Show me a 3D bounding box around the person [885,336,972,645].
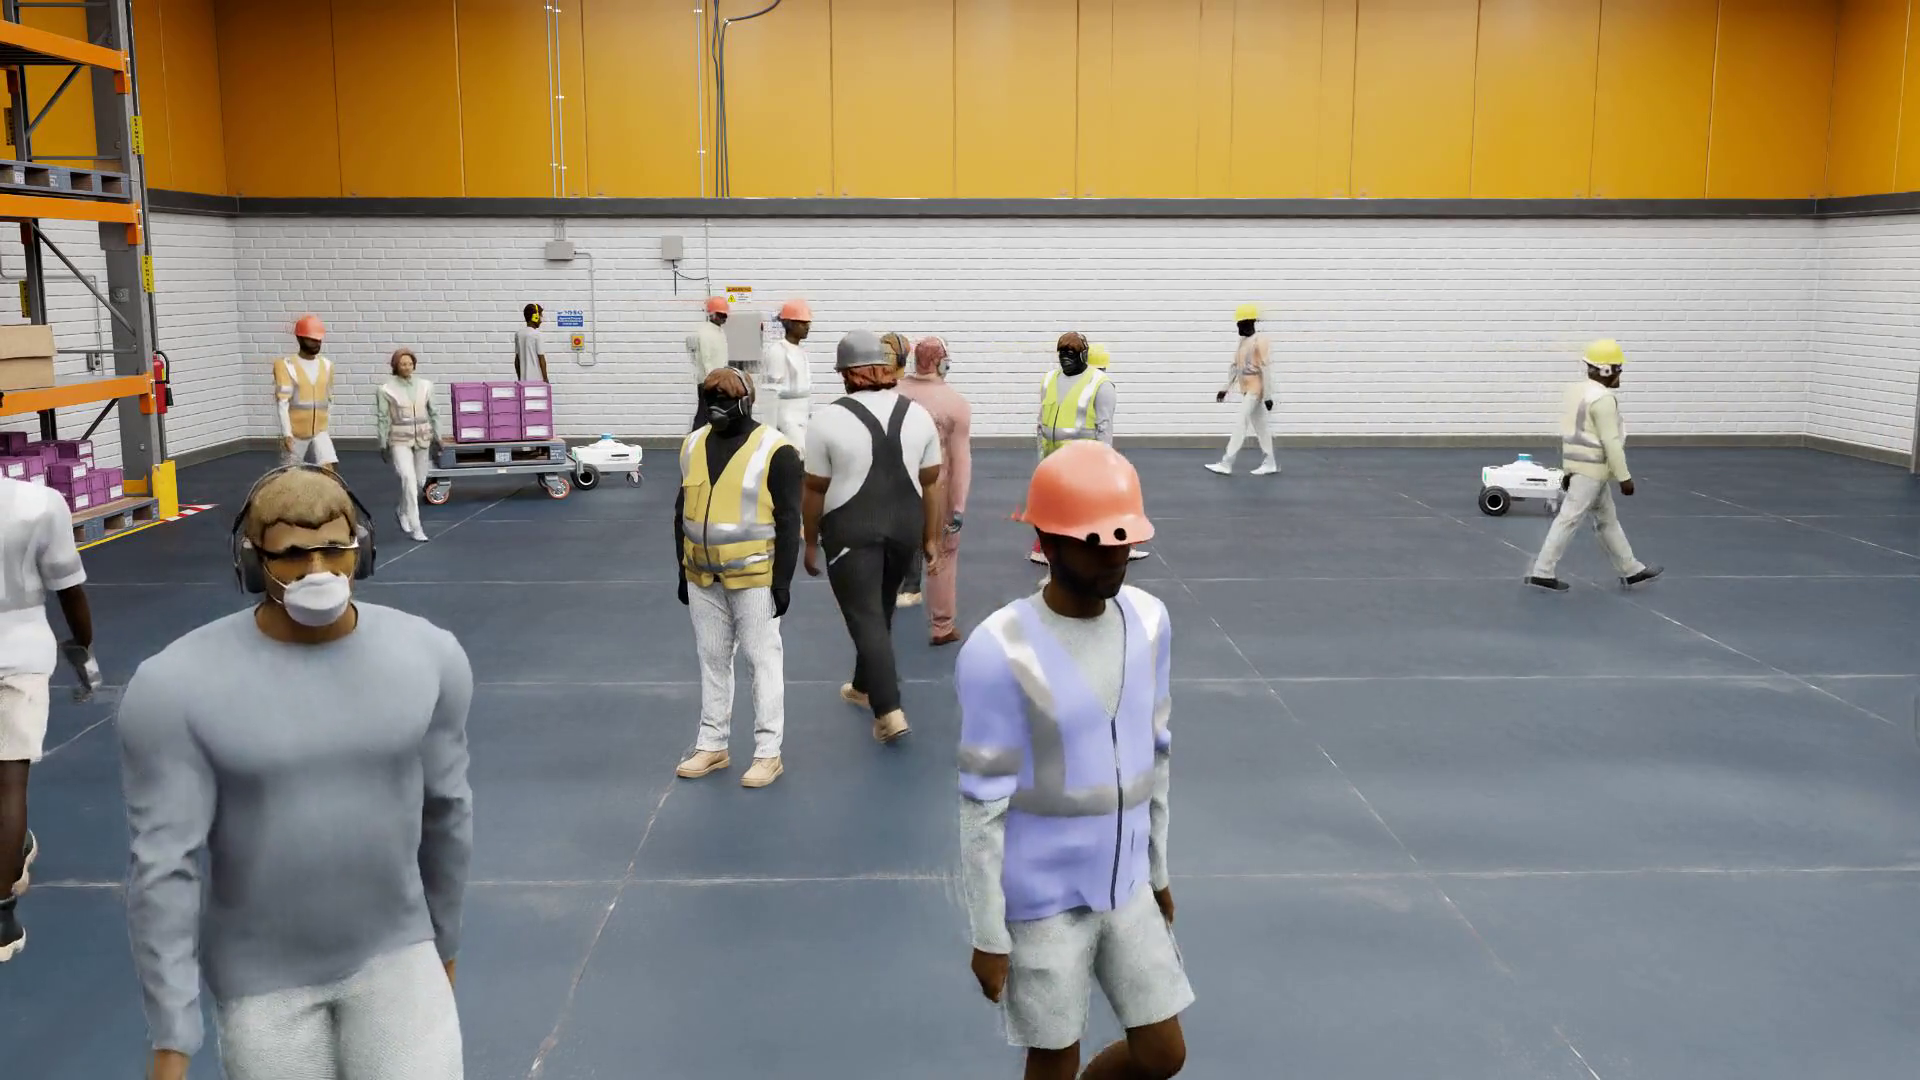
[{"bbox_3d":[-0.248,-0.256,9.792,0.656,1.879,0.799,4,10,23],"label":"person"}]

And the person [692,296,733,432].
[{"bbox_3d":[-2.686,-1.793,18.987,0.969,1.946,0.636,2,10,15],"label":"person"}]

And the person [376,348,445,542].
[{"bbox_3d":[-4.678,-0.822,14.058,0.512,1.611,0.783,-9,13,-42],"label":"person"}]

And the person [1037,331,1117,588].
[{"bbox_3d":[0.789,-0.543,11.689,0.624,1.837,0.429,8,12,40],"label":"person"}]

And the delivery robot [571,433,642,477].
[{"bbox_3d":[-3.661,-0.862,17.255,0.707,0.478,0.477,-3,10,-16],"label":"delivery robot"}]

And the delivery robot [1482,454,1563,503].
[{"bbox_3d":[5.190,-0.549,15.335,0.707,0.478,0.477,3,10,19],"label":"delivery robot"}]

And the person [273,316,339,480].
[{"bbox_3d":[-5.482,-0.927,13.909,0.990,1.894,0.557,8,12,42],"label":"person"}]

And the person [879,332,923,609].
[{"bbox_3d":[-0.436,-0.466,11.164,0.344,1.847,0.506,-9,13,-44],"label":"person"}]

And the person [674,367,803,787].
[{"bbox_3d":[-1.001,0.160,7.340,0.625,1.844,0.429,4,10,25],"label":"person"}]

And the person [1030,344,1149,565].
[{"bbox_3d":[0.964,-0.640,12.687,0.908,1.705,0.507,1,9,6],"label":"person"}]

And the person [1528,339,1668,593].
[{"bbox_3d":[4.462,-0.500,11.578,0.987,1.775,0.595,1,9,6],"label":"person"}]

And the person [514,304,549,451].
[{"bbox_3d":[-4.997,-1.837,19.520,0.517,1.865,0.328,7,11,35],"label":"person"}]

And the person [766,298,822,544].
[{"bbox_3d":[-1.300,-0.968,13.685,0.658,2.023,0.653,3,10,16],"label":"person"}]

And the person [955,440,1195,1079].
[{"bbox_3d":[0.252,0.736,3.559,0.574,1.919,0.425,-7,11,-35],"label":"person"}]

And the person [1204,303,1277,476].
[{"bbox_3d":[3.083,-1.630,18.178,0.965,1.877,0.595,-1,9,-8],"label":"person"}]

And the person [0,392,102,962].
[{"bbox_3d":[-3.306,0.394,5.687,0.627,1.906,1.025,-3,10,-18],"label":"person"}]

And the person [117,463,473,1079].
[{"bbox_3d":[-1.152,0.823,3.038,0.639,1.917,0.660,-5,11,-30],"label":"person"}]

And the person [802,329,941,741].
[{"bbox_3d":[-0.436,-0.075,8.174,0.676,2.000,1.022,-5,11,-29],"label":"person"}]
